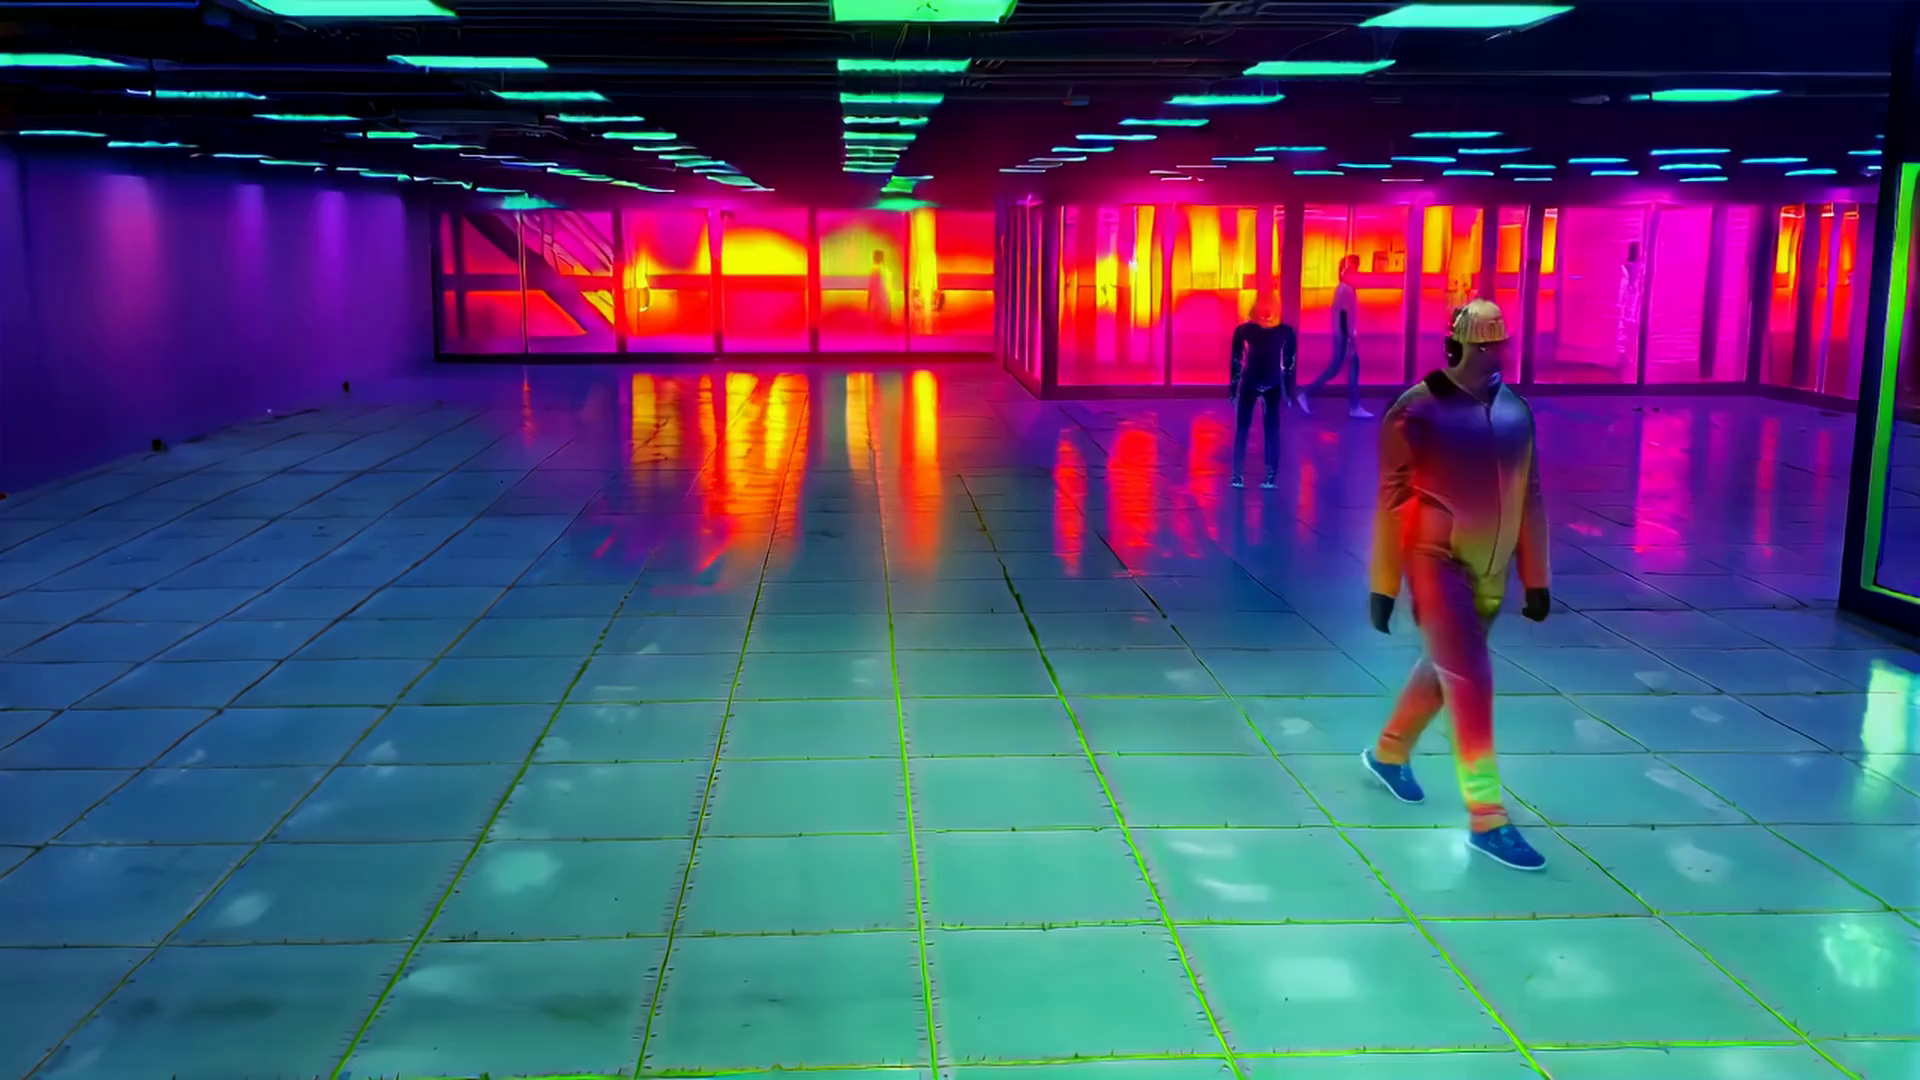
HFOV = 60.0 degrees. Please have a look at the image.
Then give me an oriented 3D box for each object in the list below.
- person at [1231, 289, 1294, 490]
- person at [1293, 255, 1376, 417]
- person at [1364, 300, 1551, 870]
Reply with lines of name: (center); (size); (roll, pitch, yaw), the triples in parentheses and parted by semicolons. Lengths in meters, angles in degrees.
person: (2.444, -1.209, 13.466); (0.507, 1.634, 0.287); (1, 11, 4)
person: (4.242, -2.287, 18.733); (0.873, 1.843, 0.526); (3, 11, 14)
person: (1.728, 0.100, 5.785); (0.659, 1.865, 0.977); (-6, 12, -28)
